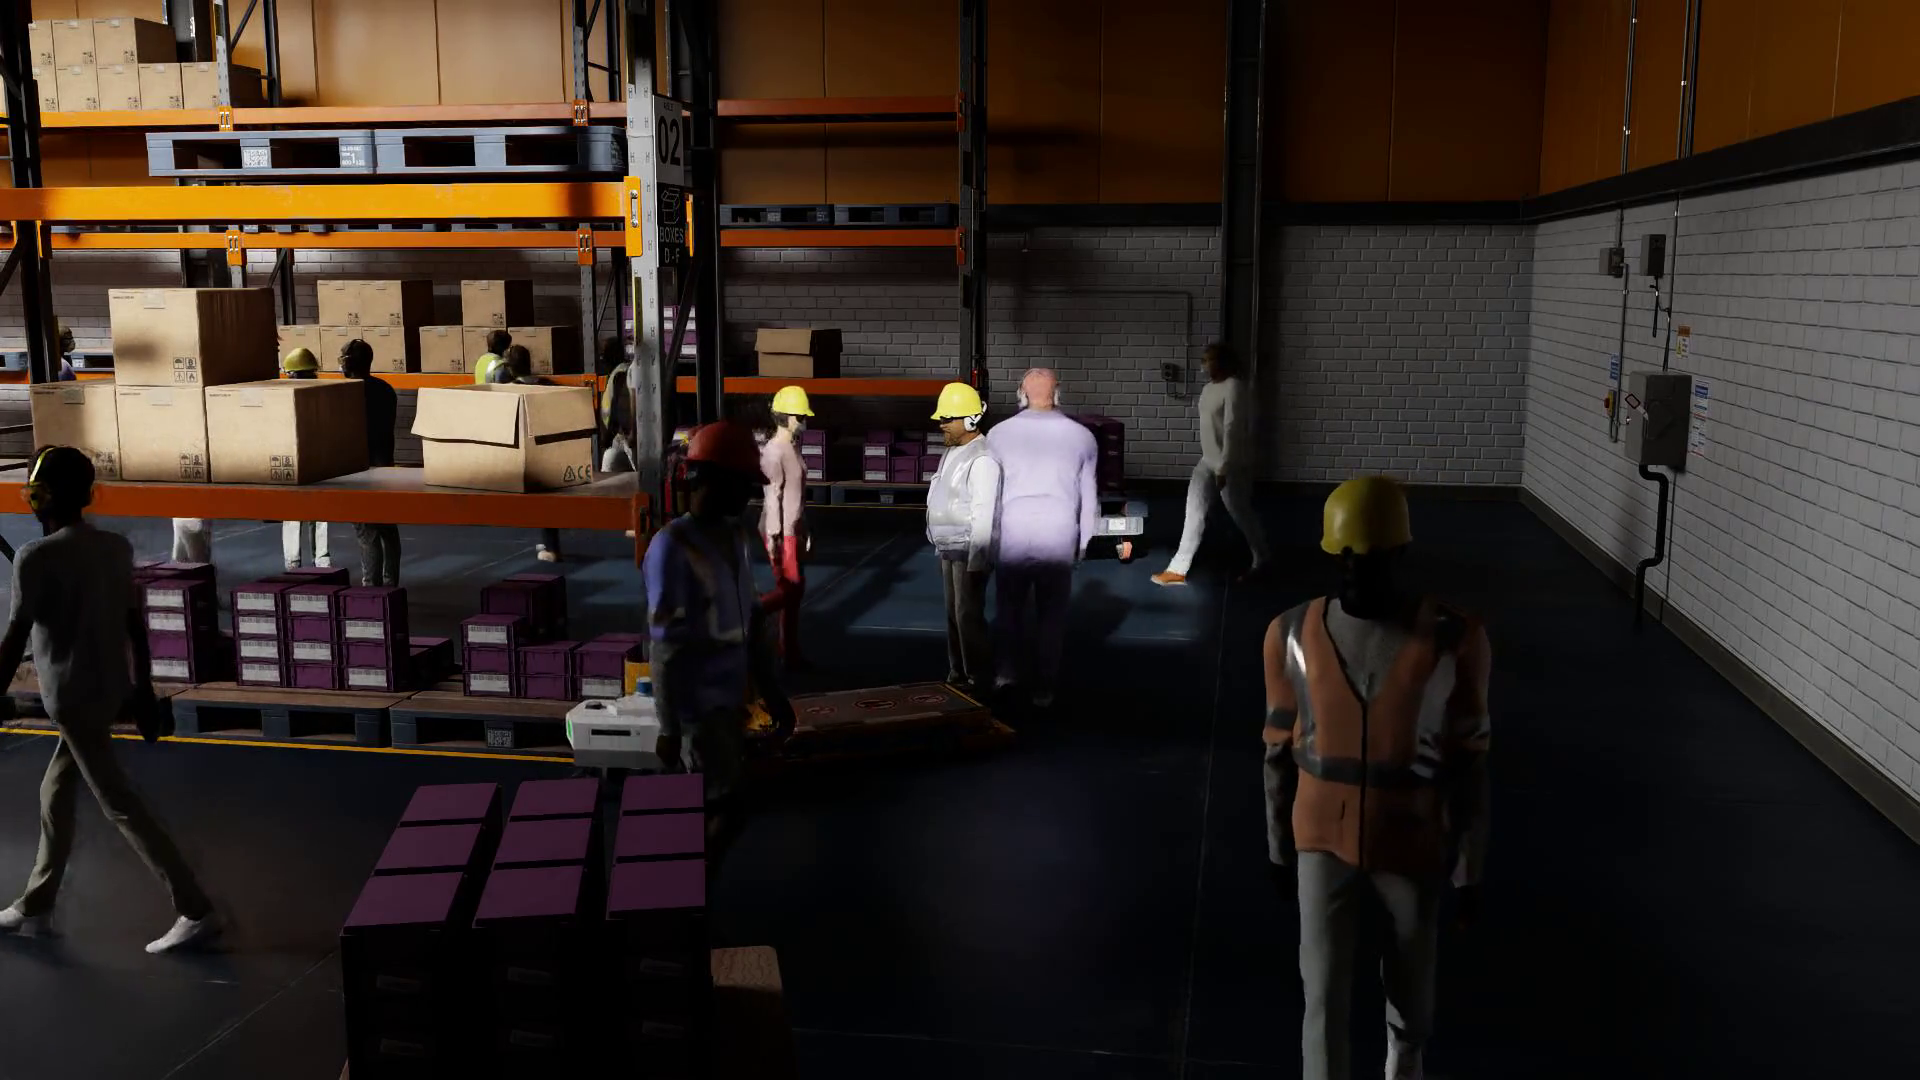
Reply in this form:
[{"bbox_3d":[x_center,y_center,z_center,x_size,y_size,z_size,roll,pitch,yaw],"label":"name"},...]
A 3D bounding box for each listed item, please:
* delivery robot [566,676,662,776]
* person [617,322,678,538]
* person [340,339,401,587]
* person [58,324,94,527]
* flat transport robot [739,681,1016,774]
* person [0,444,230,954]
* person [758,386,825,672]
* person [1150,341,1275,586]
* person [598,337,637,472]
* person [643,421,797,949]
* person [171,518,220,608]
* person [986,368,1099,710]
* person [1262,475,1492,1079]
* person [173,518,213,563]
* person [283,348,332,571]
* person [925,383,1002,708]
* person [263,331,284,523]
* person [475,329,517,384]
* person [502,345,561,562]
[{"bbox_3d":[-1.425,0.868,7.603,0.707,0.478,0.477,1,9,7],"label":"delivery robot"},{"bbox_3d":[-2.862,-1.055,15.231,0.536,2.000,0.694,2,9,11],"label":"person"},{"bbox_3d":[-4.228,-0.456,11.830,0.372,1.940,0.627,2,9,11],"label":"person"},{"bbox_3d":[-8.407,-1.057,15.557,0.355,1.937,0.635,-7,12,-38],"label":"person"},{"bbox_3d":[-0.498,0.929,8.395,1.431,0.197,0.652,-4,10,-22],"label":"flat transport robot"},{"bbox_3d":[-3.074,0.571,5.868,1.008,1.817,0.526,1,9,5],"label":"person"},{"bbox_3d":[-1.113,-0.047,9.914,0.541,1.750,0.526,1,9,6],"label":"person"},{"bbox_3d":[2.003,-0.573,12.731,1.019,1.893,0.645,-3,10,-19],"label":"person"},{"bbox_3d":[-3.260,-1.021,15.796,0.949,1.785,0.630,-4,10,-22],"label":"person"},{"bbox_3d":[-0.827,0.552,5.707,0.483,1.904,0.572,3,10,17],"label":"person"},{"bbox_3d":[-5.685,-0.435,11.931,0.820,1.853,0.595,3,10,18],"label":"person"},{"bbox_3d":[0.432,-0.003,9.197,0.658,1.884,0.443,0,9,2],"label":"person"},{"bbox_3d":[1.091,0.757,4.397,0.587,1.907,0.759,3,10,21],"label":"person"},{"bbox_3d":[-5.992,-0.659,13.017,0.641,1.983,0.668,-6,11,-35],"label":"person"},{"bbox_3d":[-4.997,-0.549,12.734,0.404,1.830,0.602,5,11,30],"label":"person"},{"bbox_3d":[0.019,0.054,9.050,0.404,1.819,0.593,-3,10,-16],"label":"person"},{"bbox_3d":[-6.650,-1.131,16.020,0.355,1.938,0.545,-5,10,-29],"label":"person"},{"bbox_3d":[-4.596,-1.183,16.650,0.429,1.839,0.634,-7,12,-37],"label":"person"},{"bbox_3d":[-3.563,-0.720,13.870,0.552,1.806,0.591,-9,13,-43],"label":"person"}]
